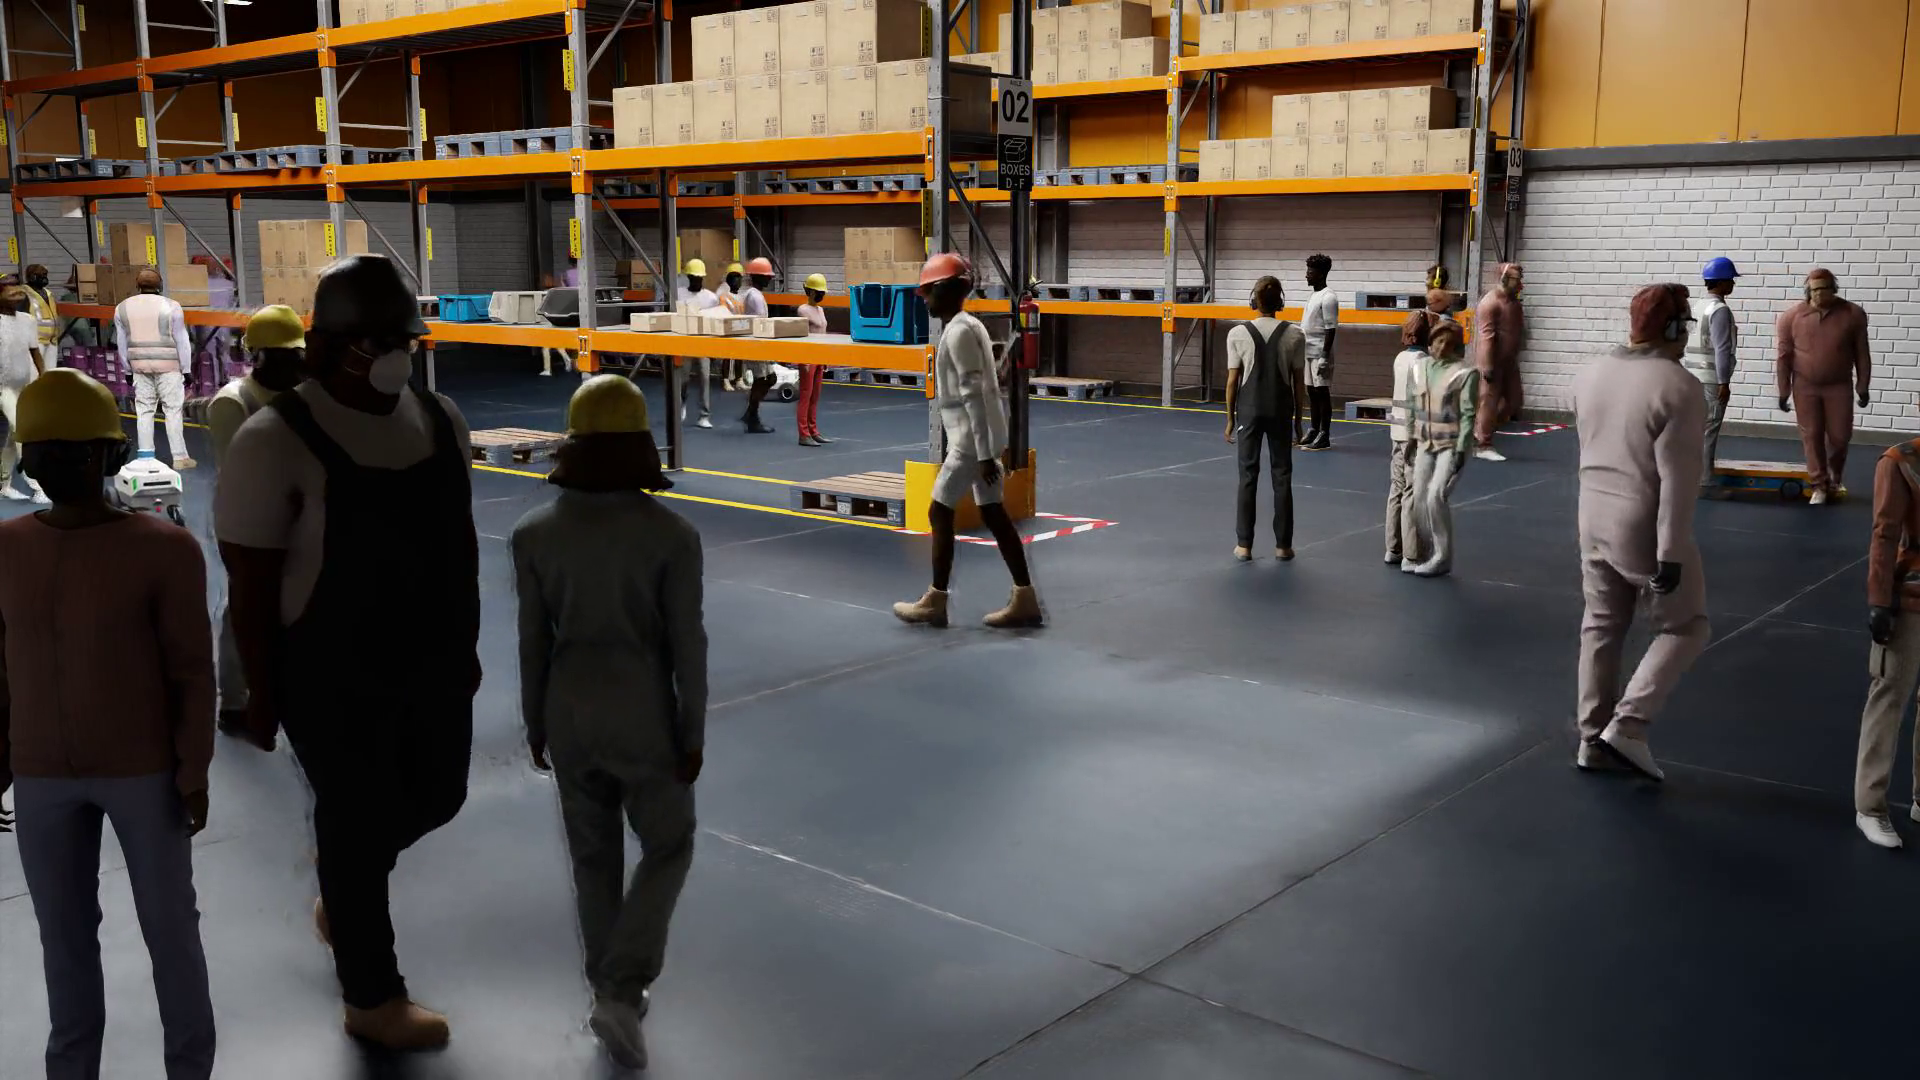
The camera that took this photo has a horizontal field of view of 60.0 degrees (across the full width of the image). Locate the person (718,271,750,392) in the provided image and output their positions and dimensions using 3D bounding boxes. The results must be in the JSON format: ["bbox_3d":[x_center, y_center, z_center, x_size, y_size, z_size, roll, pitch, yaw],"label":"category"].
[{"bbox_3d":[-3.195,-2.953,23.575,0.317,1.697,0.539,8,13,40],"label":"person"}]

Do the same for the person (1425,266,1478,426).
[{"bbox_3d":[5.137,-2.004,17.775,0.853,1.844,0.530,5,11,27],"label":"person"}]

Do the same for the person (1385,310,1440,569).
[{"bbox_3d":[2.864,-0.623,10.469,0.306,1.640,0.522,-1,10,-8],"label":"person"}]

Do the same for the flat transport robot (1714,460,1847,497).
[{"bbox_3d":[6.532,-0.527,13.811,1.431,0.197,0.652,4,11,22],"label":"flat transport robot"}]

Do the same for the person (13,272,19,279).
[{"bbox_3d":[-13.619,-3.018,24.017,0.524,1.677,0.429,5,11,26],"label":"person"}]

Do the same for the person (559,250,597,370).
[{"bbox_3d":[-6.308,-3.825,27.588,0.660,2.030,0.429,-1,10,-7],"label":"person"}]

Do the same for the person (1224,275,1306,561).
[{"bbox_3d":[1.972,-0.781,10.783,0.506,1.846,0.351,2,10,10],"label":"person"}]

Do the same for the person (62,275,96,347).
[{"bbox_3d":[-13.319,-3.191,25.125,0.516,1.617,0.529,2,10,12],"label":"person"}]

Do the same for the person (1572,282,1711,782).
[{"bbox_3d":[2.589,-0.019,6.311,0.424,1.894,0.643,-4,11,-22],"label":"person"}]

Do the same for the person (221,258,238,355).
[{"bbox_3d":[-10.782,-3.202,24.490,0.778,1.885,0.616,-1,10,-4],"label":"person"}]

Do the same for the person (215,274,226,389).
[{"bbox_3d":[-10.671,-3.037,23.664,0.403,1.834,0.589,1,10,7],"label":"person"}]

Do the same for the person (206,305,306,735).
[{"bbox_3d":[-2.726,-0.054,6.795,0.925,1.783,0.590,4,11,19],"label":"person"}]

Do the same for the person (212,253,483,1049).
[{"bbox_3d":[-1.578,0.256,4.322,0.755,2.000,0.691,7,12,34],"label":"person"}]

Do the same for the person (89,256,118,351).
[{"bbox_3d":[-13.293,-3.491,26.052,0.735,1.915,0.546,-1,10,-5],"label":"person"}]

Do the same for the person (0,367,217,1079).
[{"bbox_3d":[-1.903,0.507,3.669,0.525,1.772,0.305,-1,10,-3],"label":"person"}]

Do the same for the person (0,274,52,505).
[{"bbox_3d":[-7.508,-1.179,13.181,0.786,1.829,0.555,4,11,20],"label":"person"}]

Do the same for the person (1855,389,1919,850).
[{"bbox_3d":[3.300,0.224,5.635,0.522,1.644,0.307,-2,10,-12],"label":"person"}]

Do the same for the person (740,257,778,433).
[{"bbox_3d":[-2.175,-2.108,18.125,0.399,1.917,0.550,-1,10,-7],"label":"person"}]

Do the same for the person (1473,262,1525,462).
[{"bbox_3d":[5.130,-1.682,15.786,0.670,1.886,0.418,-9,14,-43],"label":"person"}]

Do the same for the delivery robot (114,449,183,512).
[{"bbox_3d":[-5.916,-0.418,12.109,0.477,0.478,0.707,-7,13,-36],"label":"delivery robot"}]

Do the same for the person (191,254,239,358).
[{"bbox_3d":[-11.102,-3.316,25.004,0.938,1.940,0.728,0,10,-1],"label":"person"}]

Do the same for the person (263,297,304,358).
[{"bbox_3d":[-9.104,-2.899,22.425,0.618,1.989,0.392,2,10,9],"label":"person"}]

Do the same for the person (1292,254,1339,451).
[{"bbox_3d":[3.576,-1.872,16.651,0.368,1.966,0.603,-1,10,-6],"label":"person"}]

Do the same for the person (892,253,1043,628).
[{"bbox_3d":[0.020,-0.514,8.836,0.938,1.986,0.624,2,10,11],"label":"person"}]

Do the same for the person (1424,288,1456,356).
[{"bbox_3d":[4.946,-1.781,17.116,0.353,1.611,0.563,5,11,27],"label":"person"}]

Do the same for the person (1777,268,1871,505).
[{"bbox_3d":[6.855,-1.221,13.239,0.686,1.876,0.559,5,11,26],"label":"person"}]

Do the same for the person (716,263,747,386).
[{"bbox_3d":[-3.337,-3.158,24.424,0.517,1.809,0.642,7,12,34],"label":"person"}]

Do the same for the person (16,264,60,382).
[{"bbox_3d":[-11.010,-2.379,19.924,0.428,1.838,0.626,1,10,7],"label":"person"}]

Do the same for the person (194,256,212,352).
[{"bbox_3d":[-11.513,-3.362,25.339,0.446,1.903,0.689,-5,11,-25],"label":"person"}]

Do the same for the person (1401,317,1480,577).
[{"bbox_3d":[2.923,-0.553,10.155,0.385,1.609,0.520,-6,12,-33],"label":"person"}]

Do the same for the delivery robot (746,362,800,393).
[{"bbox_3d":[-2.451,-2.139,21.922,0.707,0.478,0.477,1,10,7],"label":"delivery robot"}]

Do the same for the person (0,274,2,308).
[{"bbox_3d":[-14.002,-3.186,24.052,0.614,1.993,0.395,-3,10,-16],"label":"person"}]

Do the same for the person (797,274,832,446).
[{"bbox_3d":[-1.497,-1.846,17.099,0.328,1.760,0.523,3,10,18],"label":"person"}]

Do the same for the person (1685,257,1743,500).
[{"bbox_3d":[6.066,-1.302,13.452,0.384,1.951,0.605,0,10,1],"label":"person"}]

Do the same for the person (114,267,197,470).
[{"bbox_3d":[-7.331,-1.557,15.204,0.633,1.846,0.429,0,10,-1],"label":"person"}]

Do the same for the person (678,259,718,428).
[{"bbox_3d":[-3.029,-2.237,18.891,0.591,1.903,0.721,-4,11,-21],"label":"person"}]

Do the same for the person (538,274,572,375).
[{"bbox_3d":[-6.462,-3.401,26.359,0.549,1.619,0.510,8,13,37],"label":"person"}]

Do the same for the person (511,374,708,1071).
[{"bbox_3d":[-0.865,0.462,4.079,0.489,1.722,0.545,1,10,8],"label":"person"}]

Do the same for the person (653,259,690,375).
[{"bbox_3d":[-4.357,-3.361,25.252,0.649,1.923,0.639,-4,11,-20],"label":"person"}]

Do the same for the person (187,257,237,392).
[{"bbox_3d":[-10.046,-2.833,22.335,0.643,1.894,0.425,-9,14,-43],"label":"person"}]
